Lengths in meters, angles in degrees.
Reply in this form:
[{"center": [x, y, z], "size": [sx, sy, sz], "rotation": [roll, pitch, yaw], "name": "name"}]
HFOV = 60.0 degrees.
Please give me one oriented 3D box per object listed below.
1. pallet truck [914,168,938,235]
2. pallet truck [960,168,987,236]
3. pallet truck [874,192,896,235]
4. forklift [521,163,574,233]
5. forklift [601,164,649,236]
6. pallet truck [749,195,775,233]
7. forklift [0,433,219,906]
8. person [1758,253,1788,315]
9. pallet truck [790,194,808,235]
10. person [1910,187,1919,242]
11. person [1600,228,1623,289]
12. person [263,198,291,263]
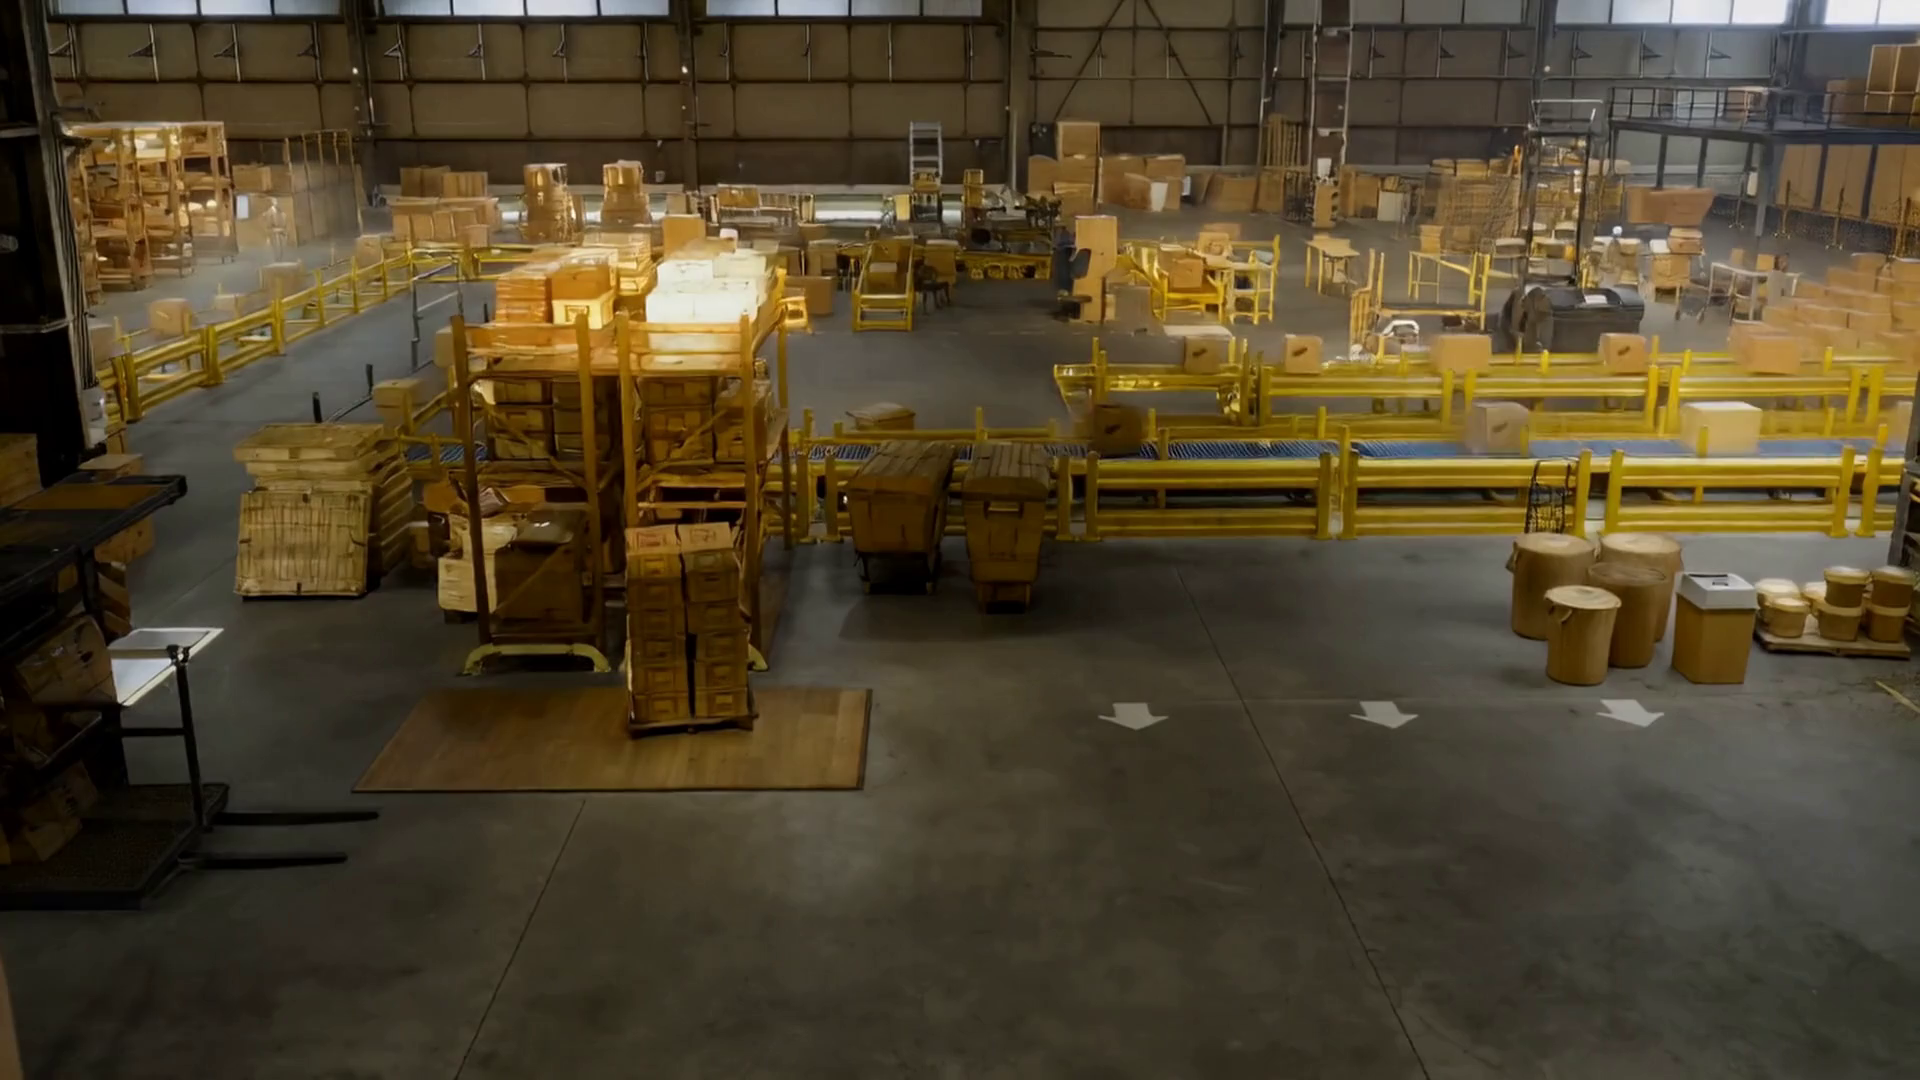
[{"center": [-0.989, -10.316, 50.507], "size": [0.823, 1.965, 1.885], "rotation": [1, 16, 3], "name": "pallet truck"}, {"center": [0.383, -10.230, 50.206], "size": [0.823, 1.965, 1.885], "rotation": [-1, 16, -3], "name": "pallet truck"}, {"center": [-2.277, -9.986, 50.594], "size": [0.653, 1.274, 1.630], "rotation": [0, 16, -1], "name": "pallet truck"}, {"center": [-12.233, -10.122, 49.298], "size": [1.157, 1.987, 2.680], "rotation": [0, 16, -1], "name": "forklift"}, {"center": [-9.948, -10.127, 49.296], "size": [1.157, 1.987, 2.680], "rotation": [-1, 16, -3], "name": "forklift"}, {"center": [-6.051, -9.967, 50.660], "size": [0.680, 1.201, 1.601], "rotation": [0, 16, -1], "name": "pallet truck"}, {"center": [-5.952, 0.780, 10.366], "size": [1.873, 2.768, 1.129], "rotation": [0, 16, -1], "name": "forklift"}, {"center": [14.293, -4.093, 29.129], "size": [0.390, 1.856, 0.514], "rotation": [-2, 16, -8], "name": "person"}, {"center": [-4.814, -9.883, 50.259], "size": [0.704, 1.261, 1.522], "rotation": [-1, 16, -3], "name": "pallet truck"}, {"center": [27.794, -9.540, 48.047], "size": [0.577, 1.869, 0.579], "rotation": [3, 16, 11], "name": "person"}, {"center": [13.478, -5.551, 34.356], "size": [0.533, 1.767, 0.327], "rotation": [-8, 18, -26], "name": "person"}, {"center": [-17.084, -7.657, 41.623], "size": [0.591, 1.806, 0.779], "rotation": [-12, 20, -35], "name": "person"}]
